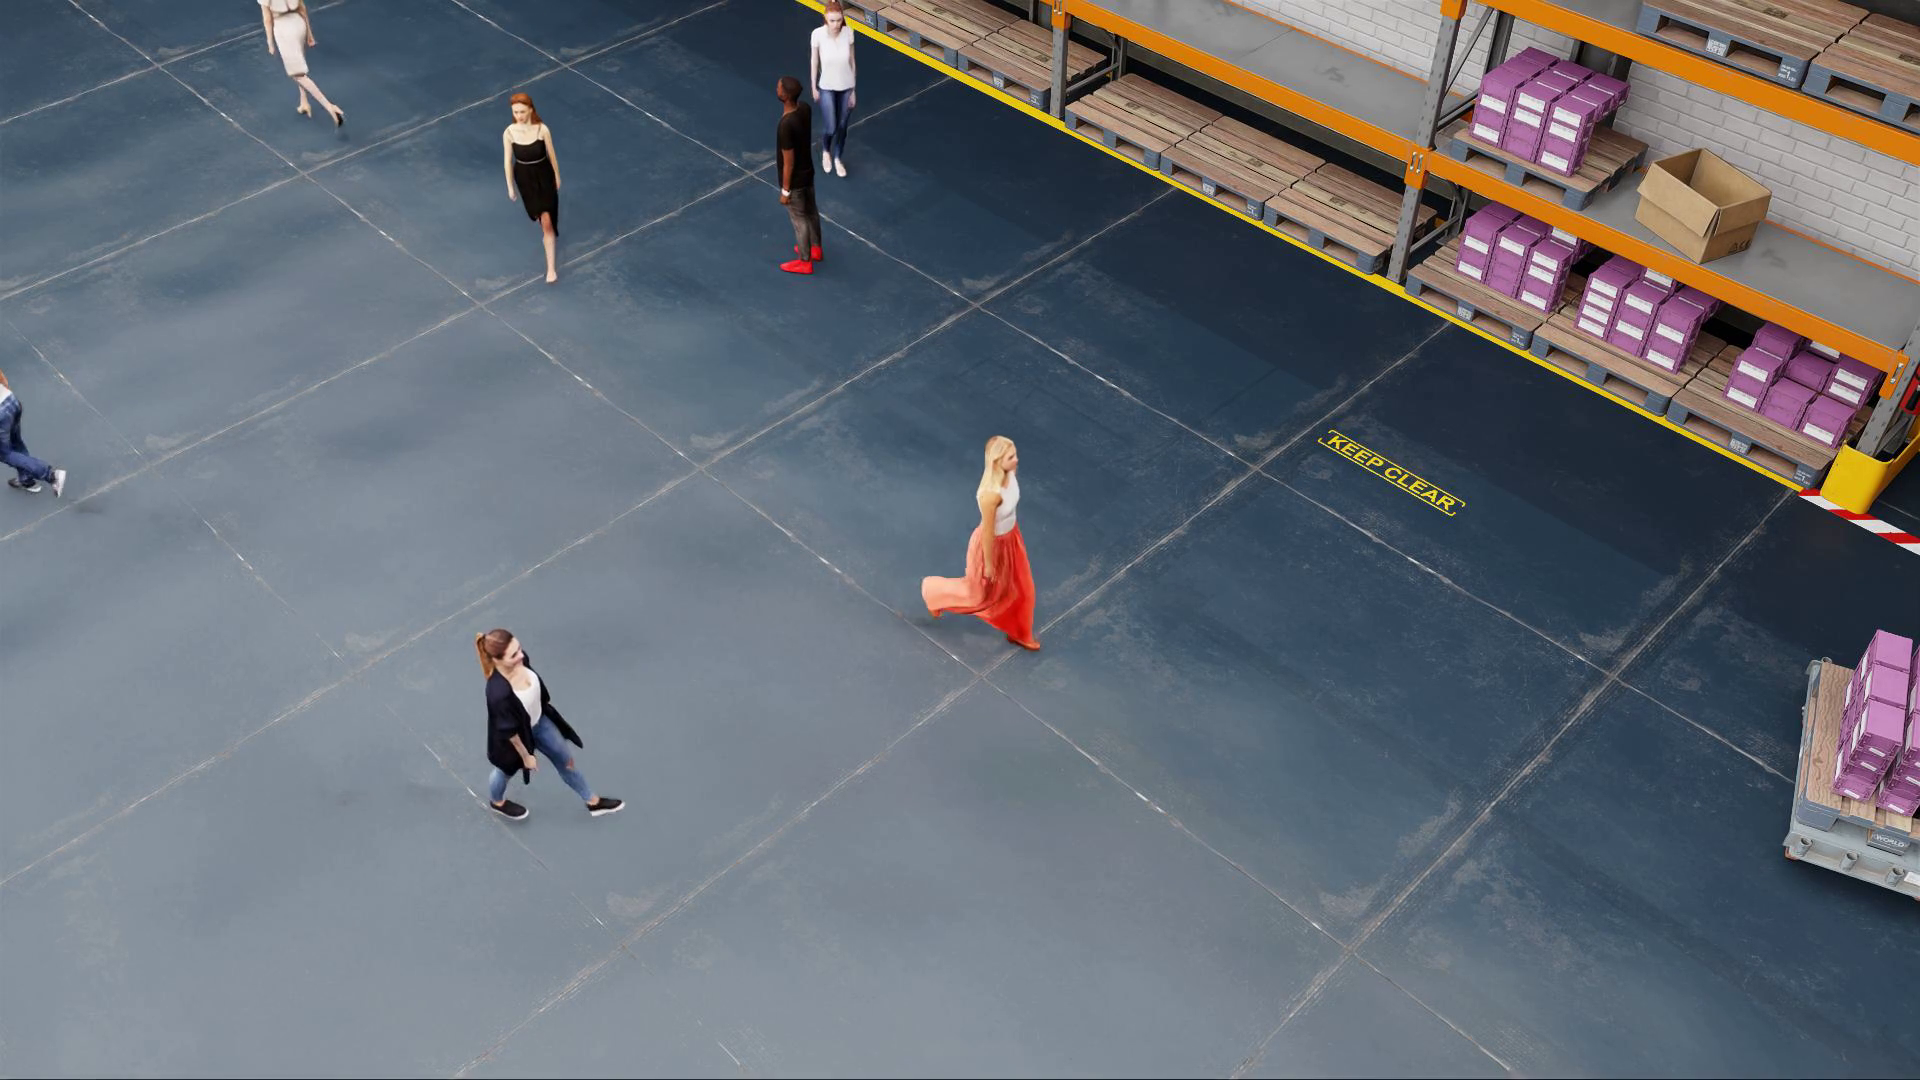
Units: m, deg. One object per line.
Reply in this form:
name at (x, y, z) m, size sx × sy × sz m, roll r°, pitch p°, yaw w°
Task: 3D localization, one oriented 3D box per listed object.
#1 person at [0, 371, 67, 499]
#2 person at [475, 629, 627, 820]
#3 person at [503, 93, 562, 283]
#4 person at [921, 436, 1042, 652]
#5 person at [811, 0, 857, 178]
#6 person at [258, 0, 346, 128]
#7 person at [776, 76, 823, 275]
person at (-6.866, -0.904, 11.944) m, size 0.938 × 1.548 × 0.790 m, roll 11°, pitch 45°, yaw 12°
person at (-2.664, 1.122, 9.753) m, size 1.181 × 1.636 × 1.016 m, roll 8°, pitch 44°, yaw 8°
person at (-3.625, -3.106, 14.234) m, size 1.019 × 1.578 × 1.151 m, roll -4°, pitch 44°, yaw -4°
person at (0.141, 0.014, 10.814) m, size 1.169 × 1.778 × 0.874 m, roll 18°, pitch 46°, yaw 18°
person at (-1.148, -4.171, 15.246) m, size 0.669 × 1.724 × 0.719 m, roll -11°, pitch 45°, yaw -11°
person at (-6.287, -4.693, 15.803) m, size 1.113 × 1.710 × 0.702 m, roll 27°, pitch 50°, yaw 26°
person at (-1.363, -3.082, 14.044) m, size 0.670 × 1.805 × 0.706 m, roll 16°, pitch 46°, yaw 16°
